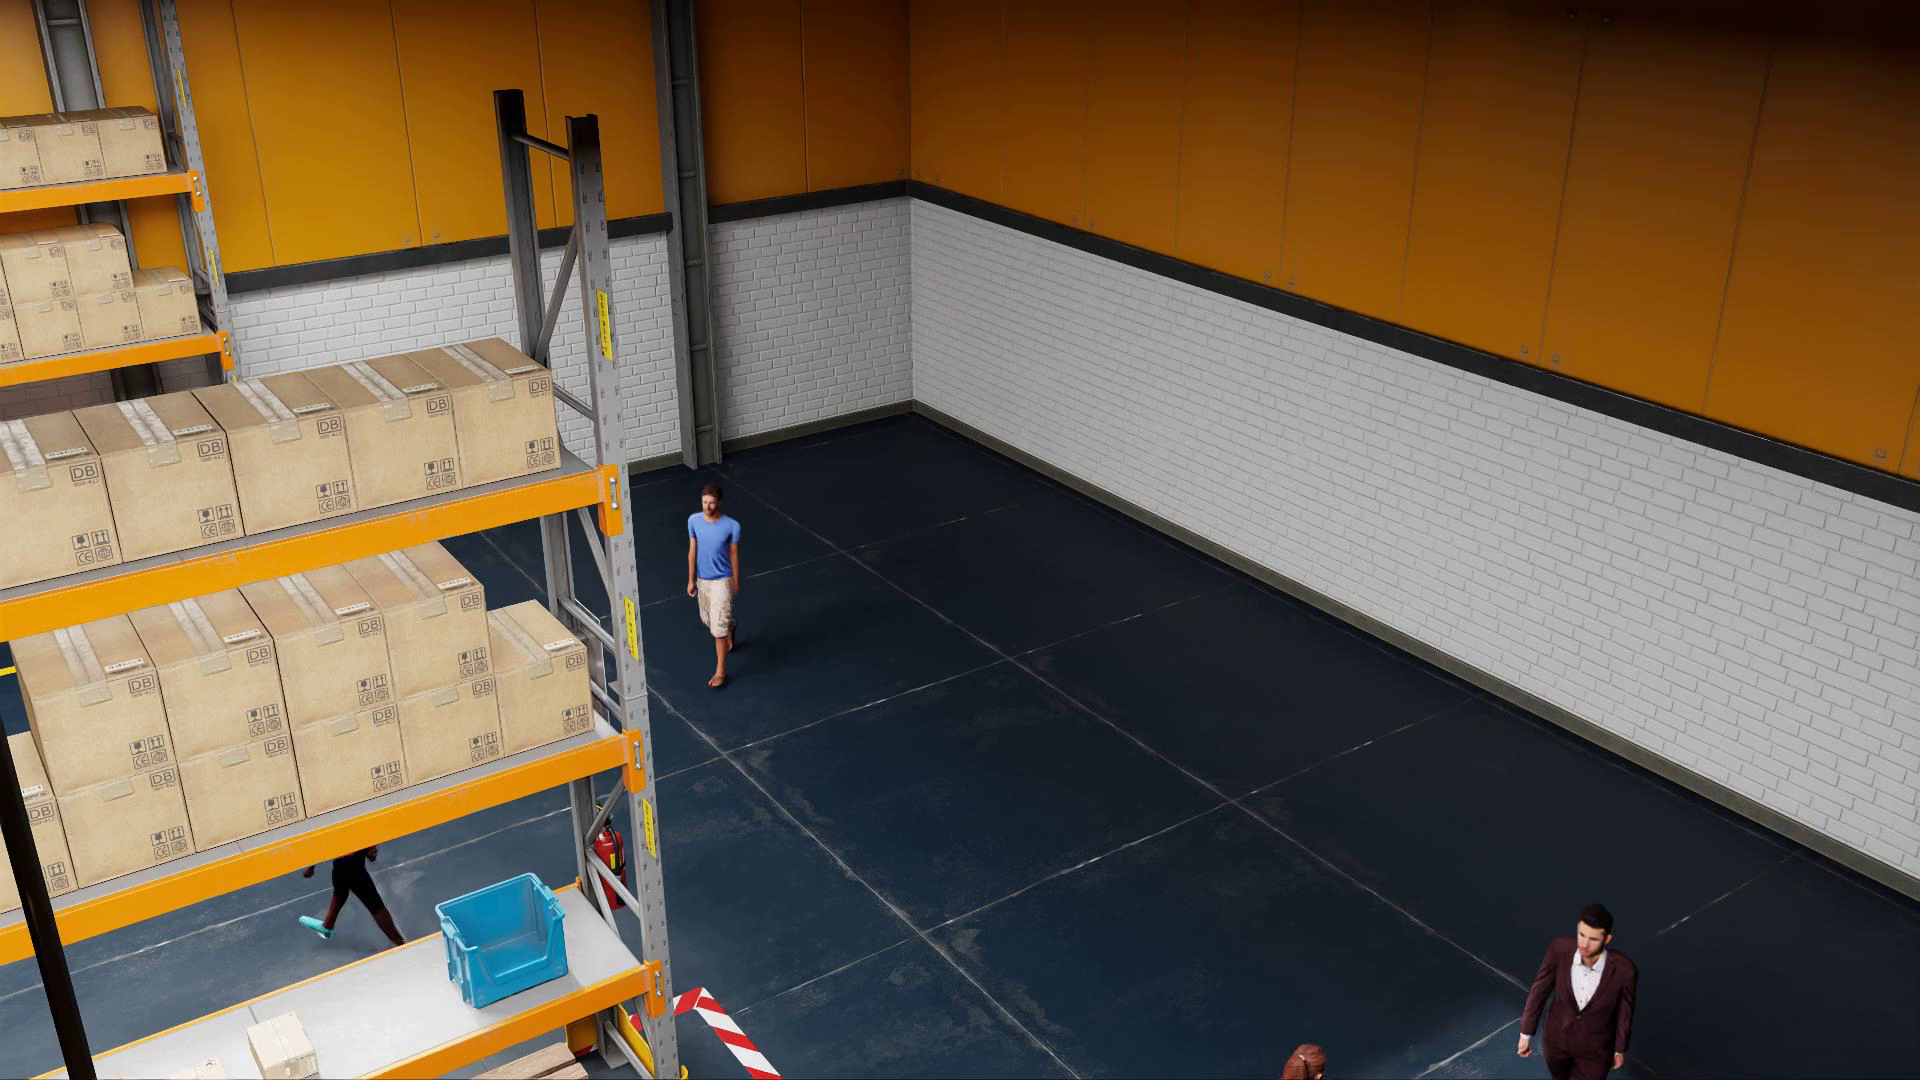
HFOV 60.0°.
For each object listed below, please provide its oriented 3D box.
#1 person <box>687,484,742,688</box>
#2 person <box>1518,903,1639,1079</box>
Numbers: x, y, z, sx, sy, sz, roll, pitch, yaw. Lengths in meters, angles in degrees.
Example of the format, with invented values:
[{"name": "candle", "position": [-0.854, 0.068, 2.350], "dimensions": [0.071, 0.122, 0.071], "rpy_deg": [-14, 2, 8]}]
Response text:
[{"name": "person", "position": [-2.195, 0.329, 15.072], "dimensions": [1.083, 1.834, 1.218], "rpy_deg": [7, 24, 15]}, {"name": "person", "position": [3.521, 2.806, 9.432], "dimensions": [0.943, 1.812, 1.292], "rpy_deg": [18, 29, 35]}]
